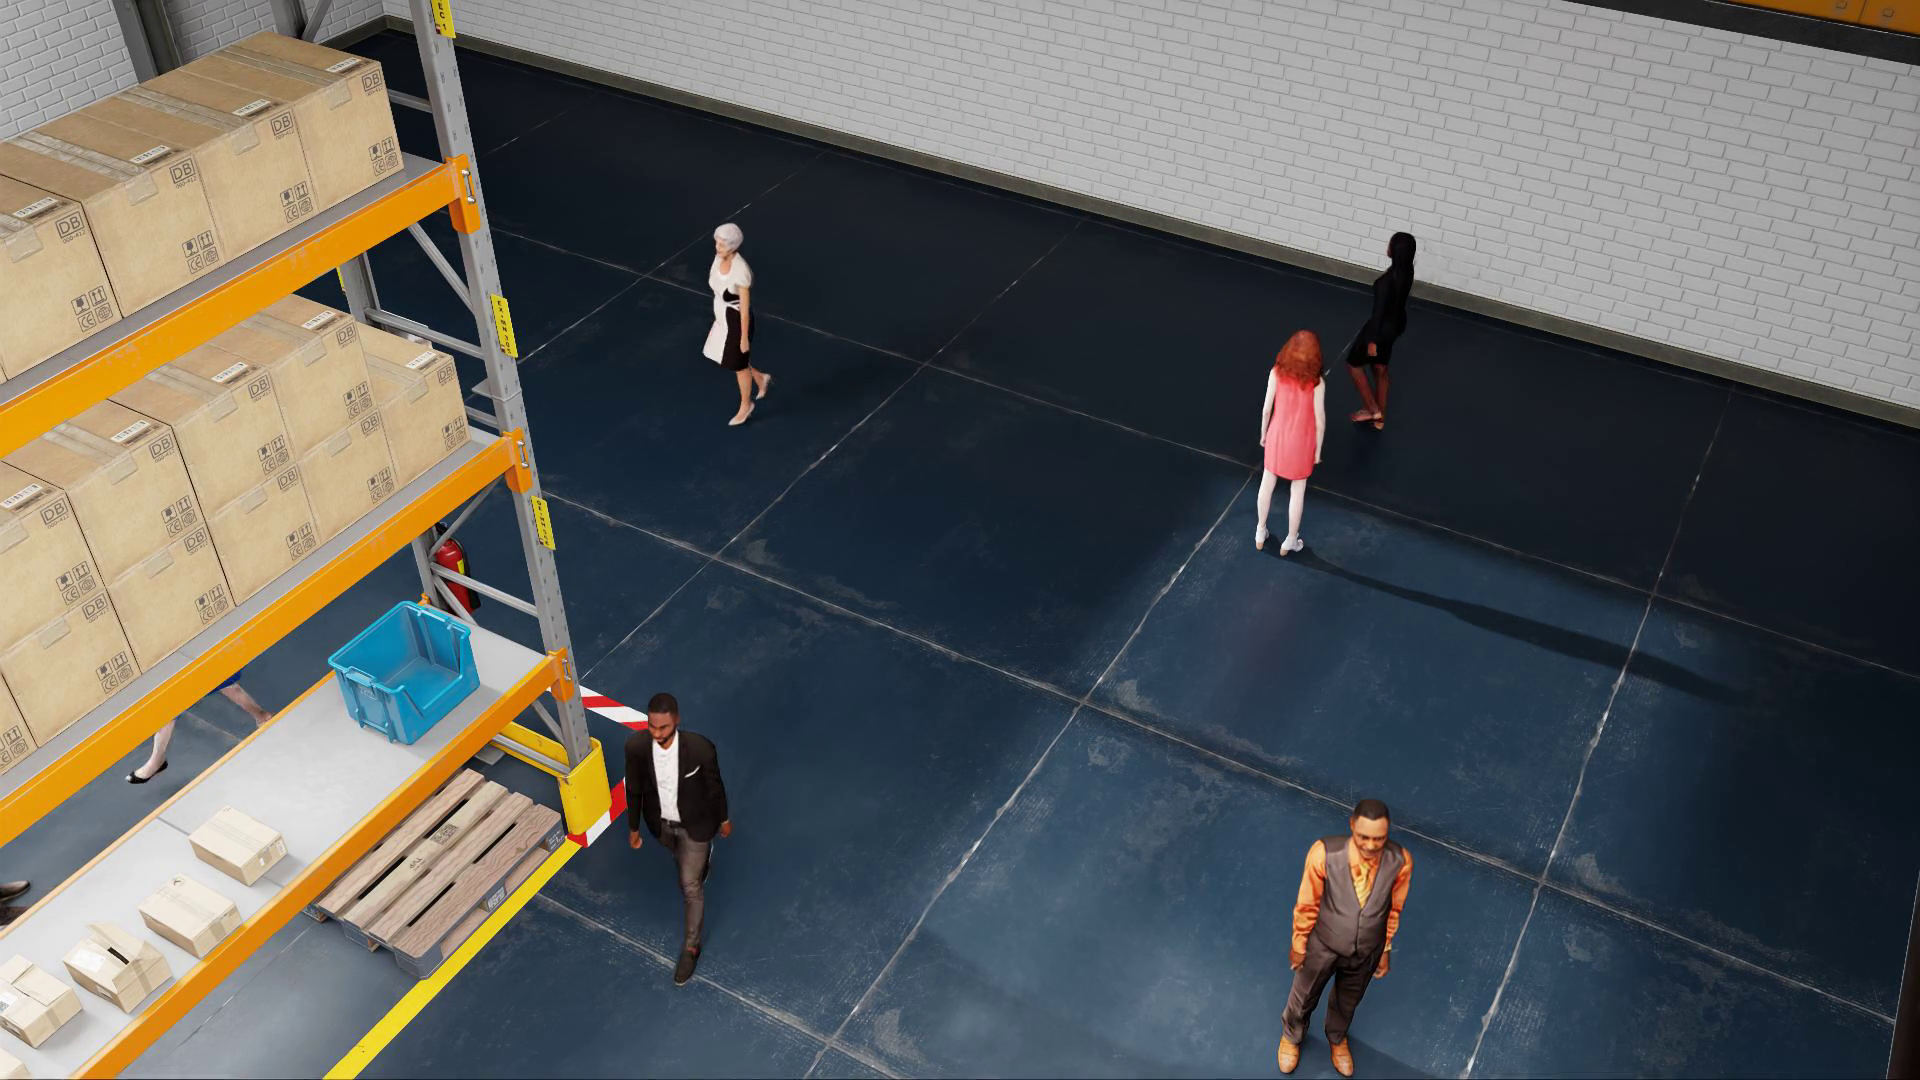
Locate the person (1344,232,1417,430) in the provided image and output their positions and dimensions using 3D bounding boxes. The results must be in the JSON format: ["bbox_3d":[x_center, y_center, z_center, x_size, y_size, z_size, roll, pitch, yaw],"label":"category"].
[{"bbox_3d":[3.334,-1.566,12.820,0.718,1.710,0.575,26,46,29],"label":"person"}]

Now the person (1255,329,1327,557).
[{"bbox_3d":[2.303,-0.670,11.604,0.595,1.828,0.501,21,43,24],"label":"person"}]

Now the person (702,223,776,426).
[{"bbox_3d":[-1.675,-1.693,12.953,0.915,1.742,0.821,-22,44,-25],"label":"person"}]

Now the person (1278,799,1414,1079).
[{"bbox_3d":[1.898,1.958,8.249,0.785,1.908,0.781,1,39,2],"label":"person"}]

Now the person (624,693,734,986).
[{"bbox_3d":[-1.498,1.453,9.005,0.976,1.754,1.291,6,39,7],"label":"person"}]
